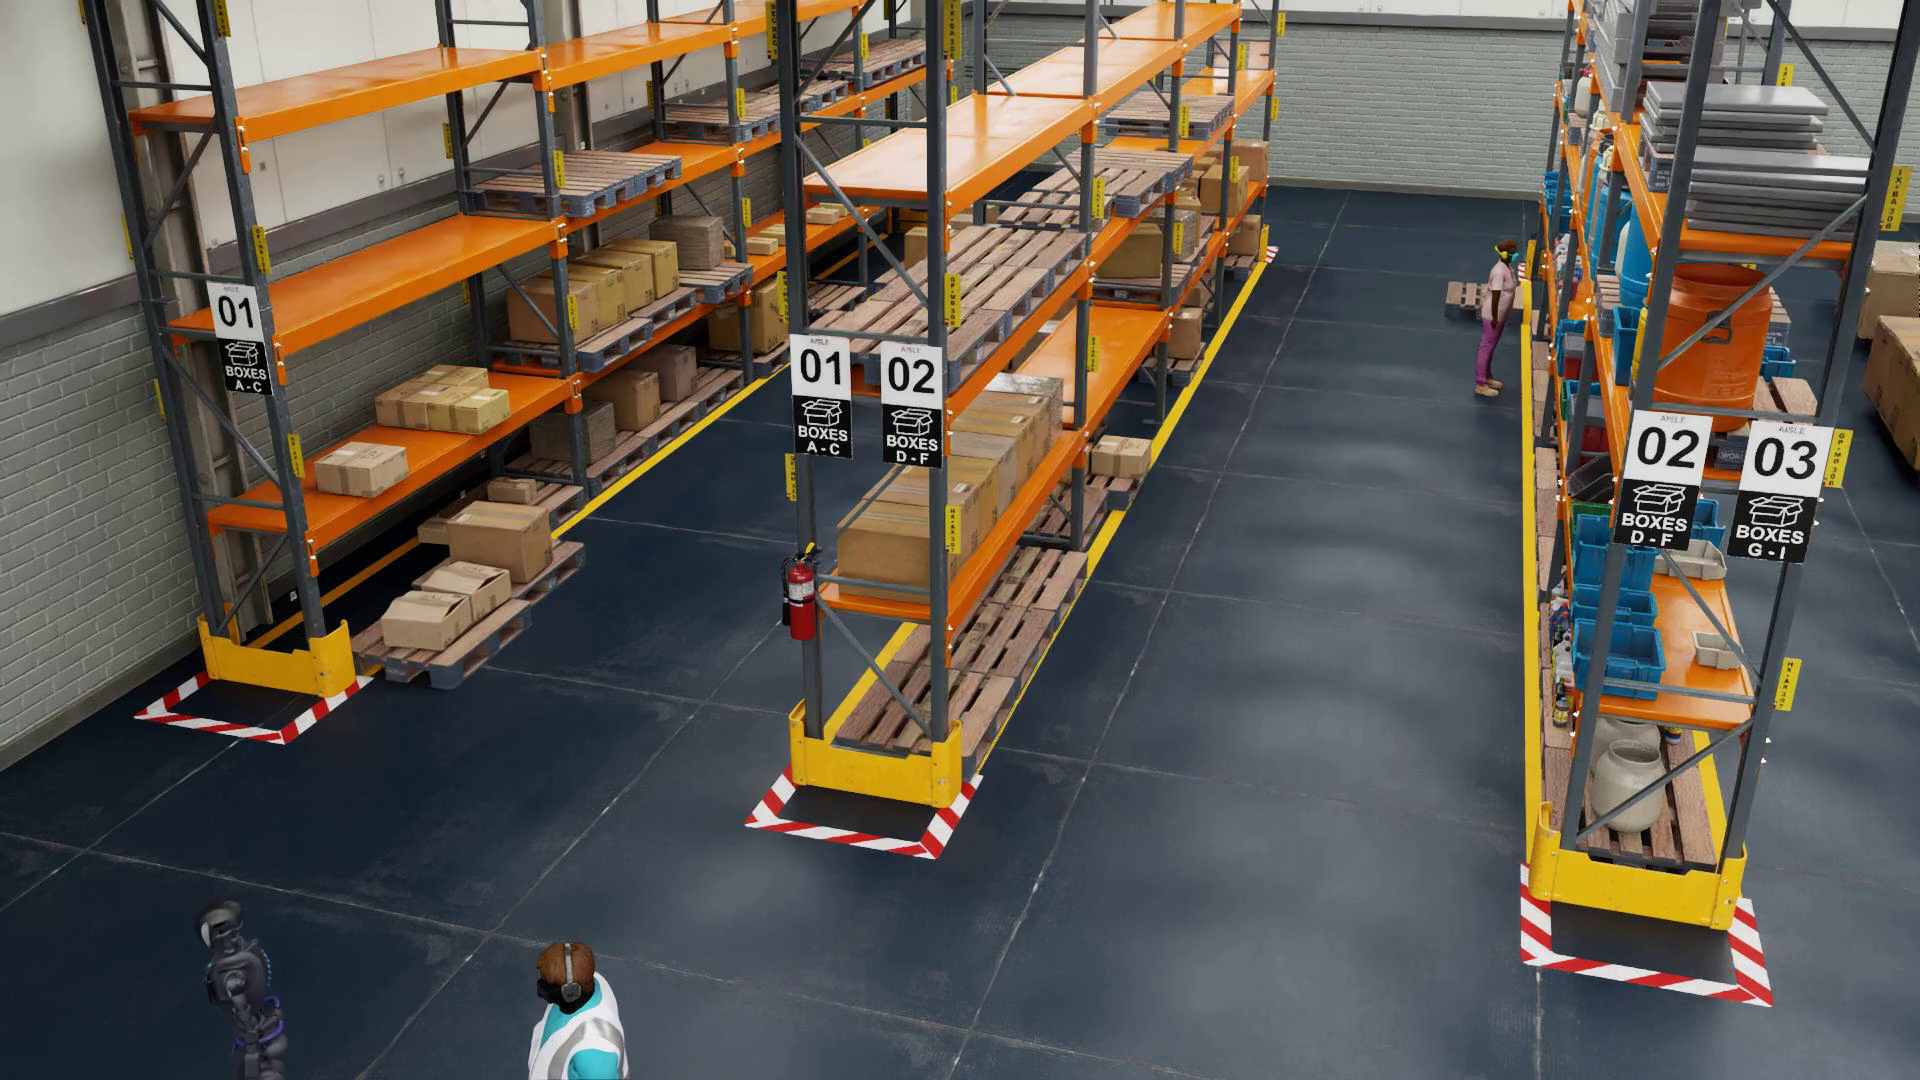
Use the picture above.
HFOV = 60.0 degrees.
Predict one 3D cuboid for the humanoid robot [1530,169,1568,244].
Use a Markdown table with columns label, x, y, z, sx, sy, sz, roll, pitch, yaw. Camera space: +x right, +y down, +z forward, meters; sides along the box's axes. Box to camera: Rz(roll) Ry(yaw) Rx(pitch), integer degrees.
| label | x | y | z | sx | sy | sz | roll | pitch | yaw |
| --- | --- | --- | --- | --- | --- | --- | --- | --- | --- |
| humanoid robot | 9.384 | -5.402 | 25.965 | 0.692 | 1.626 | 0.600 | 19 | 30 | 37 |

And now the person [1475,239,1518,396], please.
| label | x | y | z | sx | sy | sz | roll | pitch | yaw |
| --- | --- | --- | --- | --- | --- | --- | --- | --- | --- |
| person | 6.216 | -2.589 | 19.241 | 0.336 | 1.801 | 0.523 | 12 | 26 | 26 |

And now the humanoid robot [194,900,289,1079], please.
| label | x | y | z | sx | sy | sz | roll | pitch | yaw |
| --- | --- | --- | --- | --- | --- | --- | --- | --- | --- |
| humanoid robot | -3.362 | 2.418 | 7.803 | 0.602 | 1.643 | 0.615 | -11 | 26 | -24 |

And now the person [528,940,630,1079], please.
| label | x | y | z | sx | sy | sz | roll | pitch | yaw |
| --- | --- | --- | --- | --- | --- | --- | --- | --- | --- |
| person | -1.654 | 2.538 | 7.302 | 0.429 | 1.844 | 0.621 | -8 | 25 | -18 |
